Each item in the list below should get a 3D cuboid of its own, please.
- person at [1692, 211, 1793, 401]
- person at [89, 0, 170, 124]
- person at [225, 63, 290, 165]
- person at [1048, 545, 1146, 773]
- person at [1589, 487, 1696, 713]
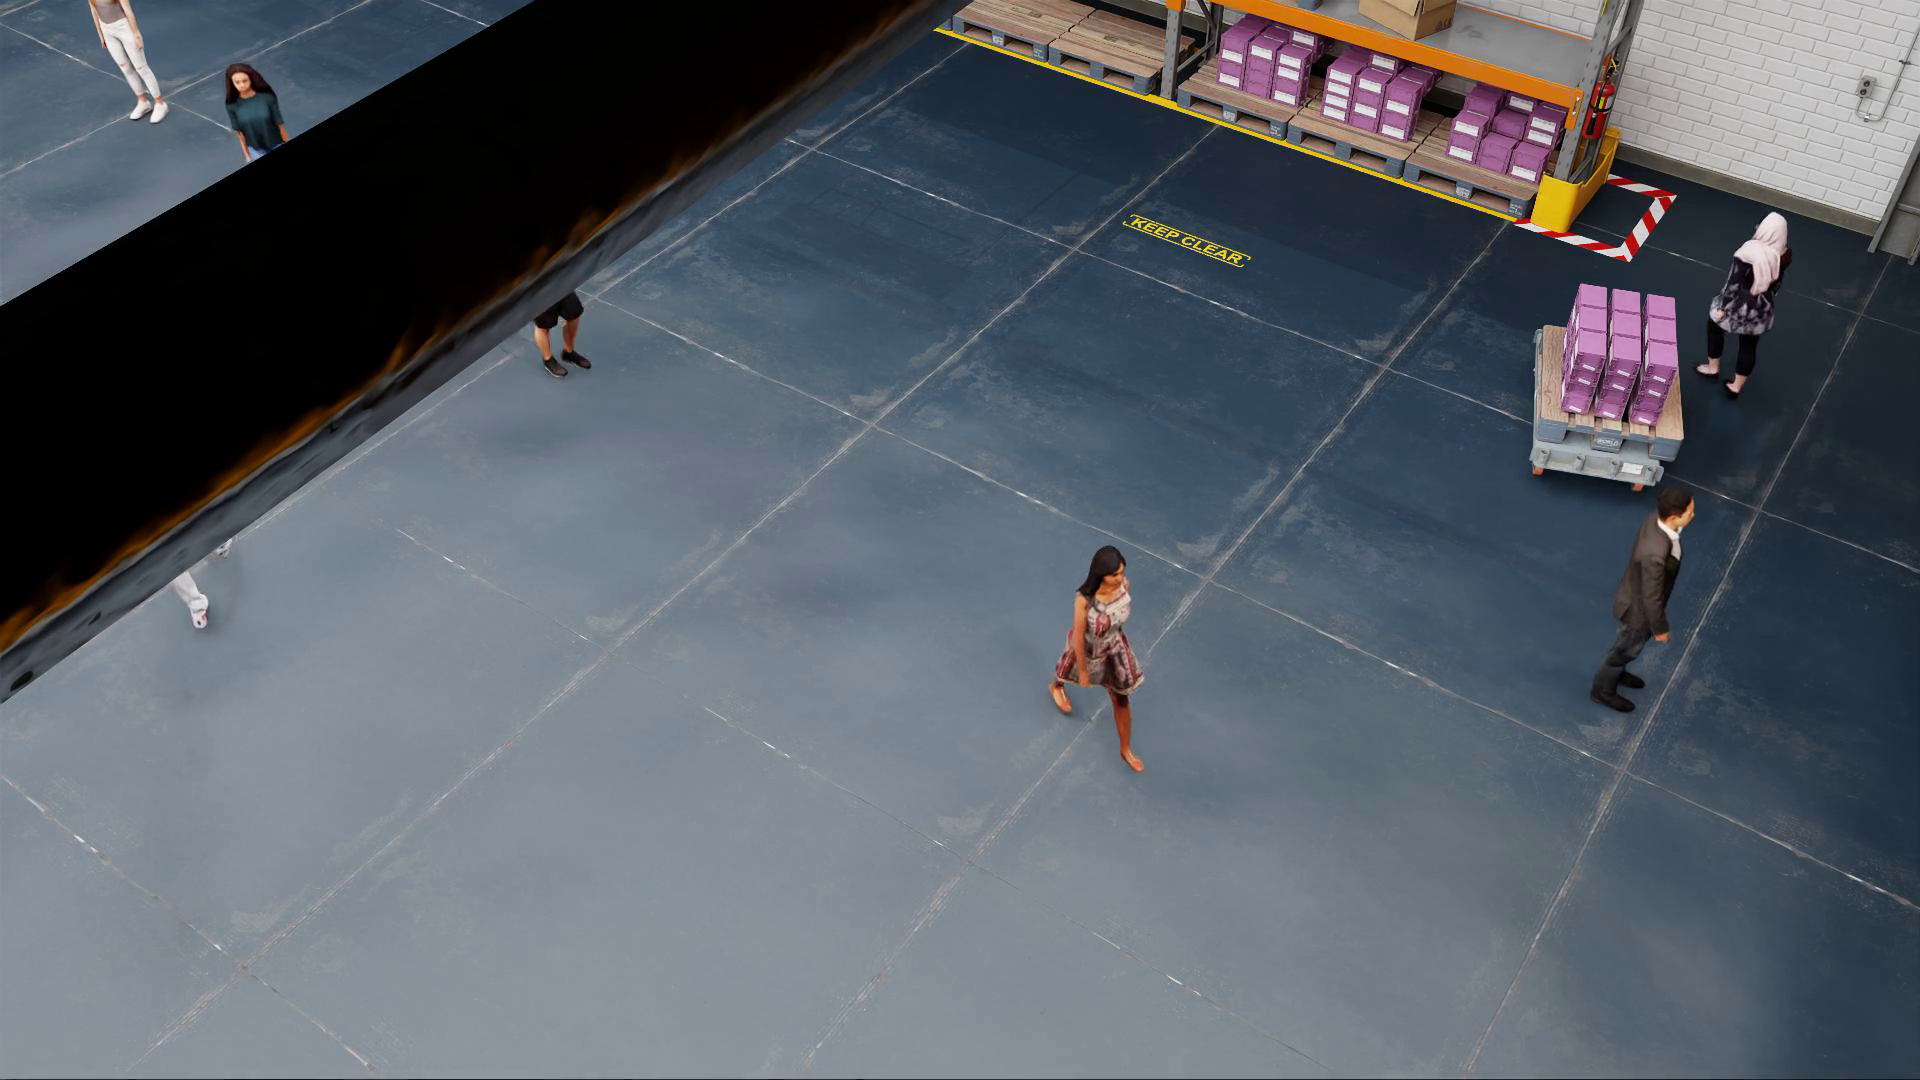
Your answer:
[{"bbox_3d":[6.084,-1.755,12.795,0.844,1.615,0.900,-7,44,-7],"label":"person"},{"bbox_3d":[-8.059,-4.869,15.990,0.587,1.718,0.720,8,44,9],"label":"person"},{"bbox_3d":[-6.085,-3.460,14.610,0.956,1.581,1.144,-16,46,-16],"label":"person"},{"bbox_3d":[0.788,0.630,10.305,0.957,1.598,1.223,-21,48,-21],"label":"person"},{"bbox_3d":[4.228,0.371,10.430,0.689,1.801,0.754,17,46,17],"label":"person"}]
